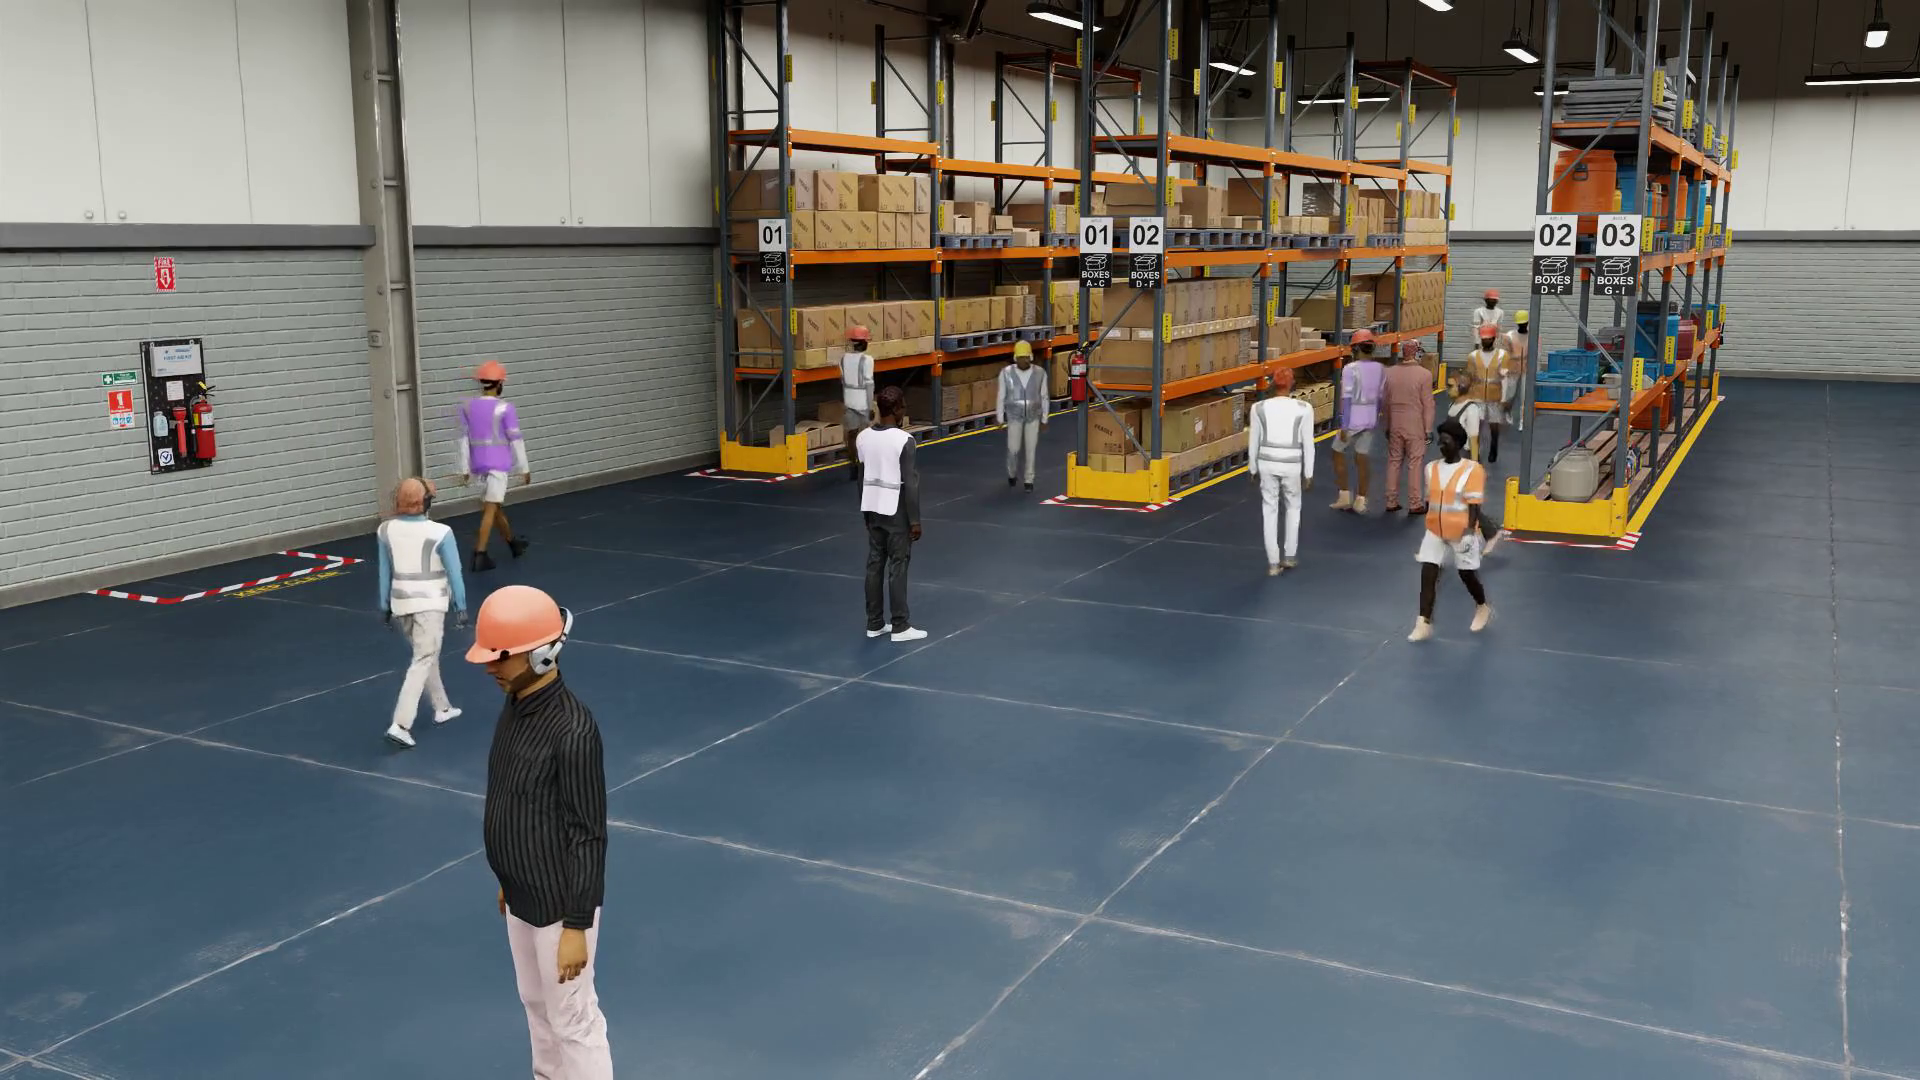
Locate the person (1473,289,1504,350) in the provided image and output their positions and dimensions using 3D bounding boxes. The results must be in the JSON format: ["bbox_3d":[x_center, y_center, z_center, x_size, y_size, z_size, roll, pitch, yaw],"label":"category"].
[{"bbox_3d":[10.236,-3.875,32.346,0.604,2.004,1.040,0,10,-1],"label":"person"}]

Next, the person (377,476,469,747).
[{"bbox_3d":[-3.263,0.415,10.029,0.529,1.598,0.846,3,11,16],"label":"person"}]

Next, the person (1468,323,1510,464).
[{"bbox_3d":[6.897,-1.886,21.736,0.552,1.912,0.791,5,11,25],"label":"person"}]

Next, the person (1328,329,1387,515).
[{"bbox_3d":[4.319,-1.291,18.201,0.633,2.016,0.582,-6,12,-28],"label":"person"}]

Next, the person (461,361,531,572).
[{"bbox_3d":[-4.228,-0.693,15.285,0.575,1.882,0.990,4,11,21],"label":"person"}]

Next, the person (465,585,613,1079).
[{"bbox_3d":[-1.307,1.108,5.193,0.392,1.987,0.611,-7,13,-35],"label":"person"}]

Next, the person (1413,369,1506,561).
[{"bbox_3d":[4.718,-0.694,15.508,0.875,1.820,0.518,-1,10,-6],"label":"person"}]

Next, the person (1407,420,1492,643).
[{"bbox_3d":[3.724,-0.078,12.524,0.811,1.668,0.527,-10,14,-43],"label":"person"}]

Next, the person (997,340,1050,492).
[{"bbox_3d":[0.752,-1.458,19.645,0.617,1.812,0.436,-1,10,-5],"label":"person"}]

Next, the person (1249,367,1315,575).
[{"bbox_3d":[2.931,-0.646,15.102,0.611,1.854,0.783,3,11,18],"label":"person"}]

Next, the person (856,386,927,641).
[{"bbox_3d":[-0.533,-0.195,12.486,0.593,1.920,0.391,9,14,41],"label":"person"}]

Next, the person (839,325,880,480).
[{"bbox_3d":[-1.226,-1.702,20.685,0.576,1.921,0.452,8,13,38],"label":"person"}]

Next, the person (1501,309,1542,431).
[{"bbox_3d":[8.780,-2.673,26.064,0.624,1.898,0.691,3,11,14],"label":"person"}]

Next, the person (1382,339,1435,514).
[{"bbox_3d":[4.922,-1.238,18.201,0.406,1.911,0.636,-9,14,-40],"label":"person"}]
